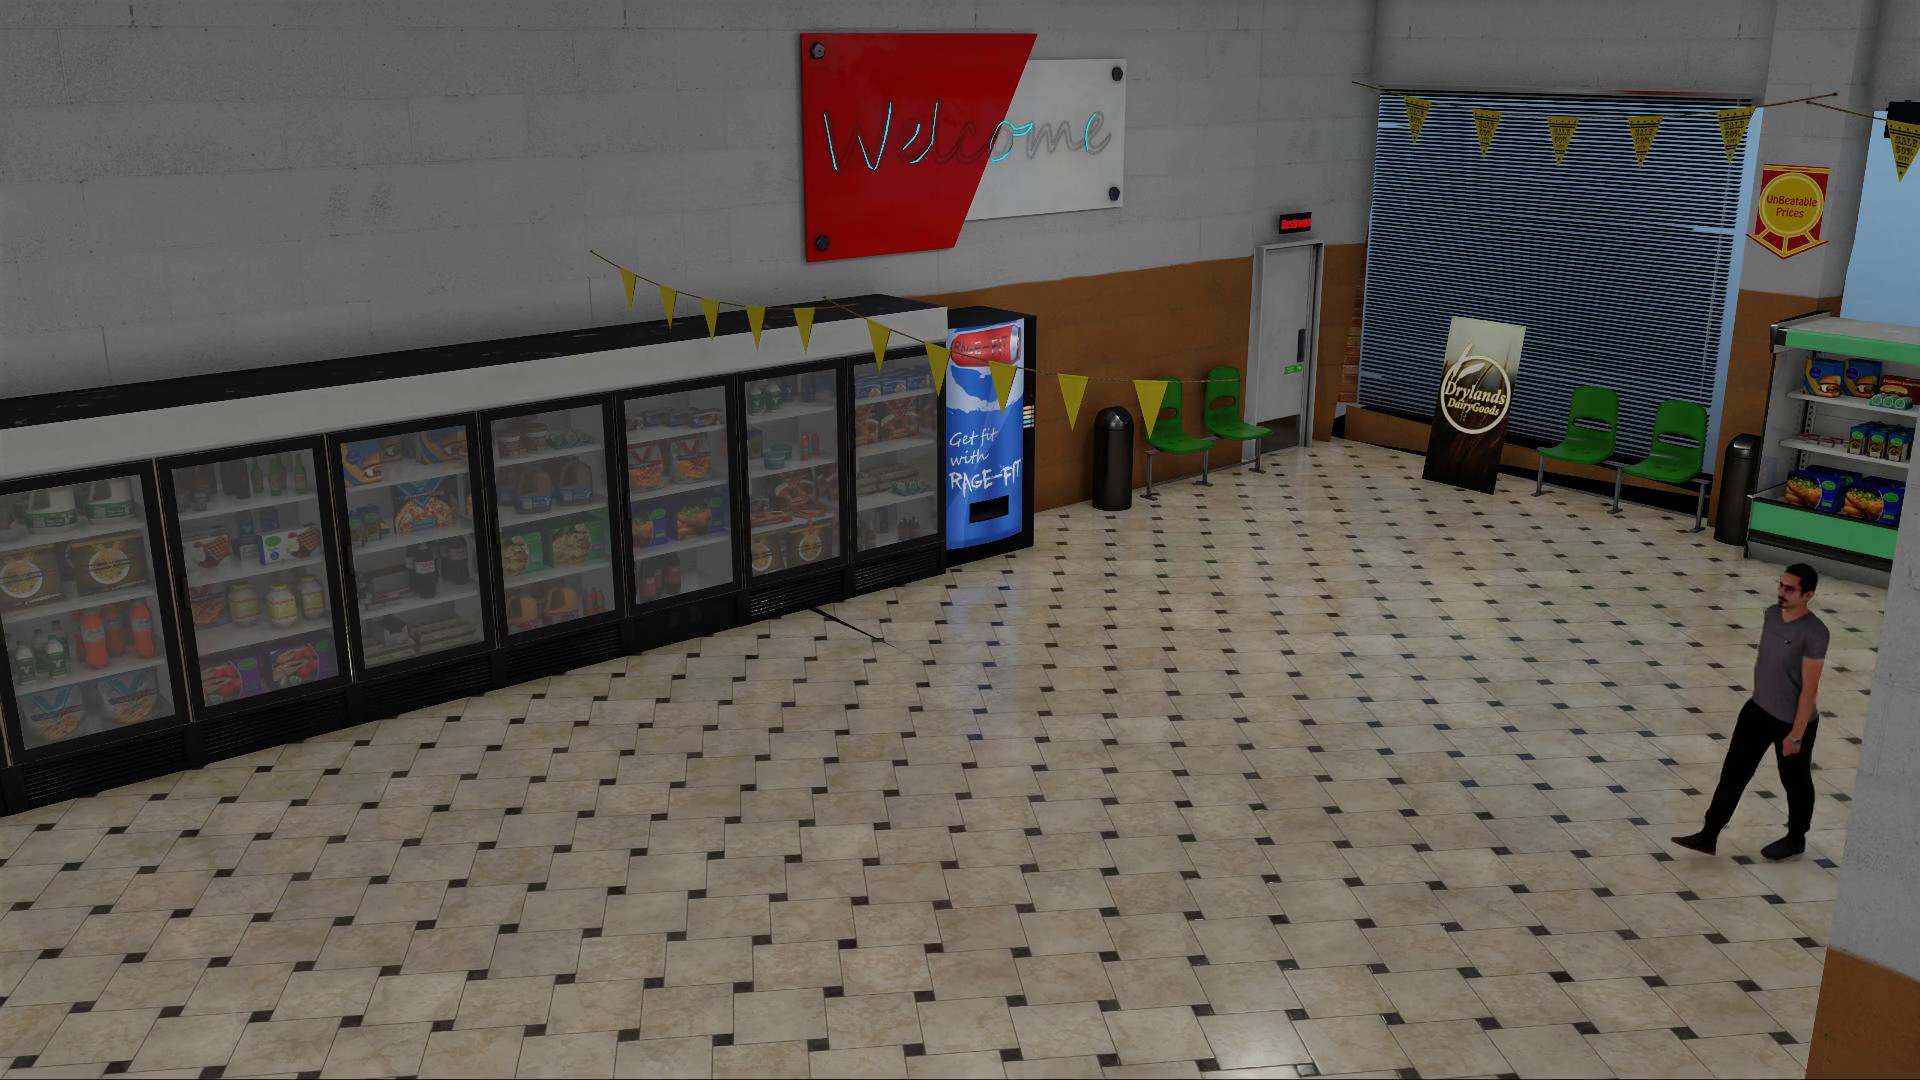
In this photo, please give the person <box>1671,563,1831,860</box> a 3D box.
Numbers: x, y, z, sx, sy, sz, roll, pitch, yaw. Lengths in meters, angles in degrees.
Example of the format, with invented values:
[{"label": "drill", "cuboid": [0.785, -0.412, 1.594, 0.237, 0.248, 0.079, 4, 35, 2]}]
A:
[{"label": "person", "cuboid": [4.561, 0.957, 9.097, 0.962, 1.722, 1.074, -5, 18, -17]}]
